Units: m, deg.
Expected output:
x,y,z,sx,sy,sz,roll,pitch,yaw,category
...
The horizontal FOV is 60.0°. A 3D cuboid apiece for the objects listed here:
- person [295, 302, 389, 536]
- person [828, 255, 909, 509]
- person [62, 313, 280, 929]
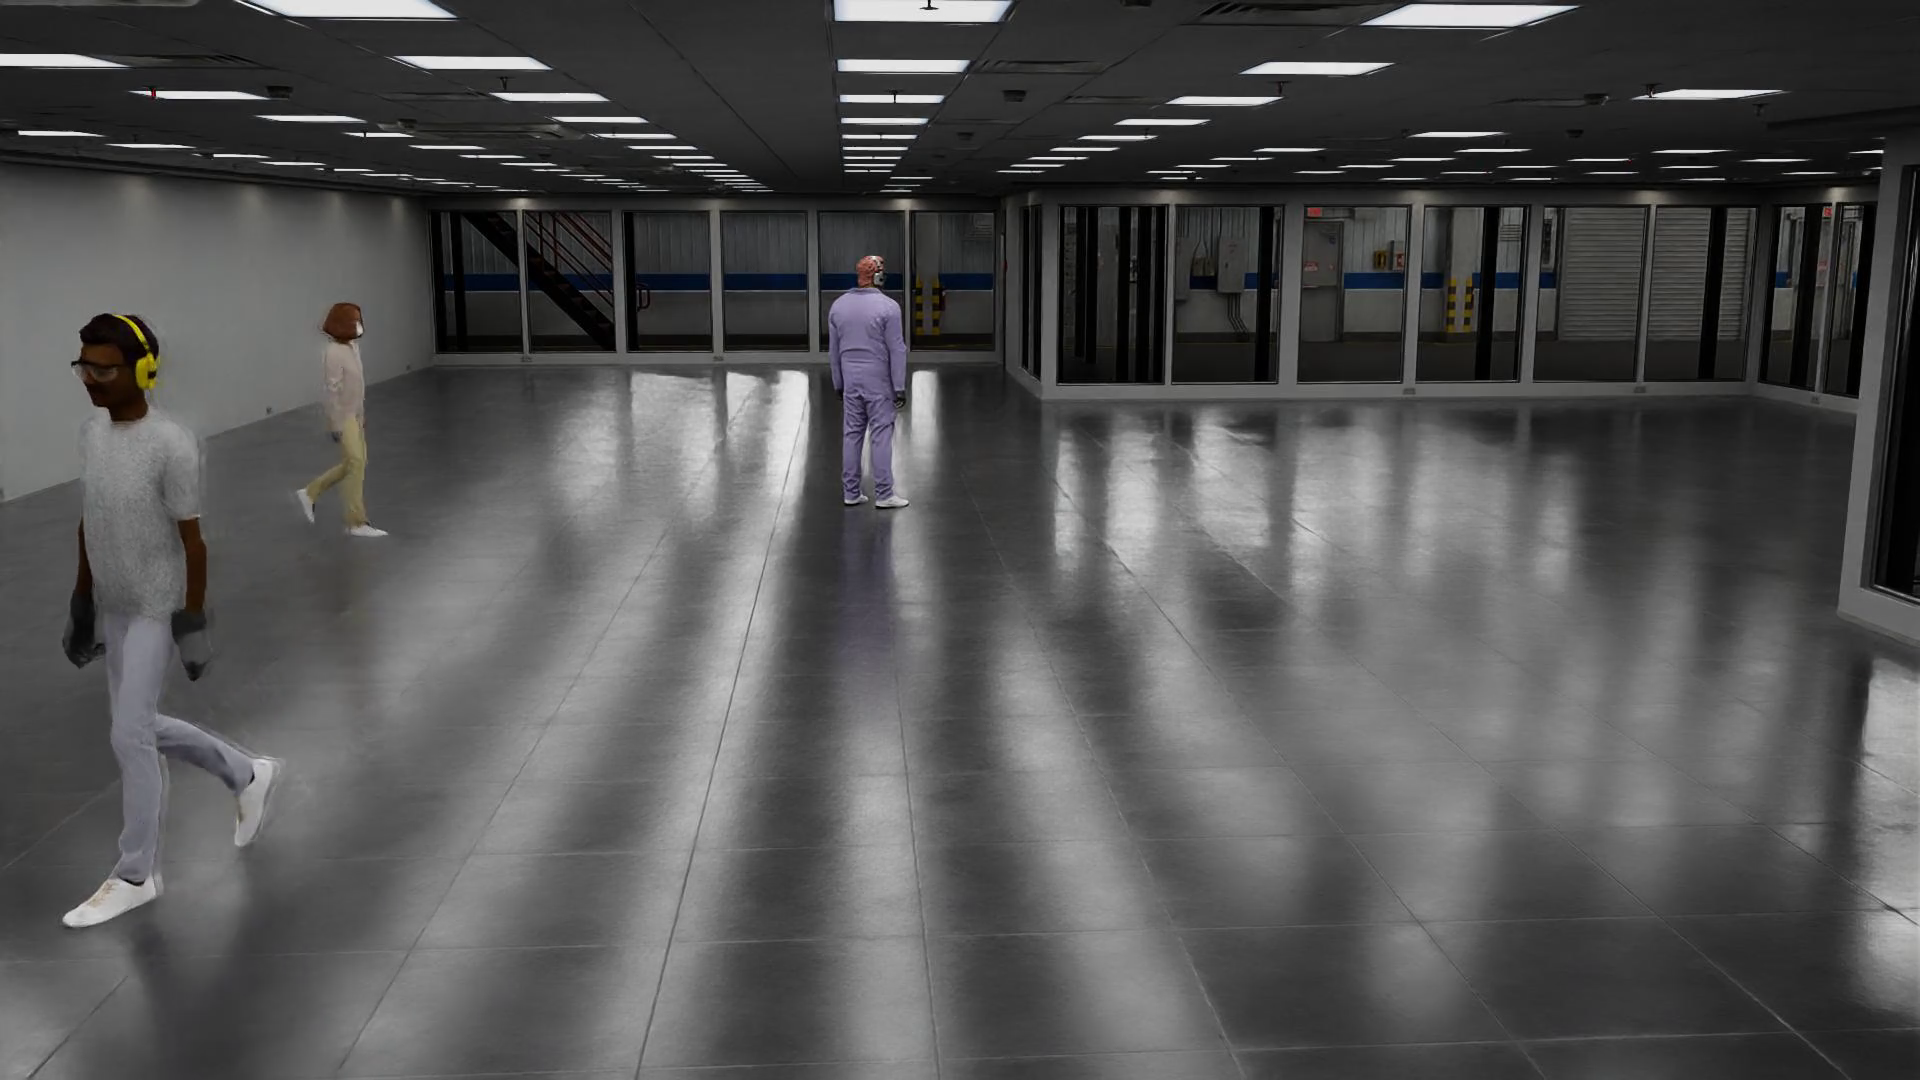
x,y,z,sx,sy,sz,roll,pitch,yaw,category
-4.277,-0.817,11.394,0.589,1.619,0.504,-1,11,-4,person
-0.669,-1.190,12.605,0.648,1.907,0.401,7,12,31,person
-2.519,0.211,5.214,0.522,1.848,0.783,7,12,32,person
